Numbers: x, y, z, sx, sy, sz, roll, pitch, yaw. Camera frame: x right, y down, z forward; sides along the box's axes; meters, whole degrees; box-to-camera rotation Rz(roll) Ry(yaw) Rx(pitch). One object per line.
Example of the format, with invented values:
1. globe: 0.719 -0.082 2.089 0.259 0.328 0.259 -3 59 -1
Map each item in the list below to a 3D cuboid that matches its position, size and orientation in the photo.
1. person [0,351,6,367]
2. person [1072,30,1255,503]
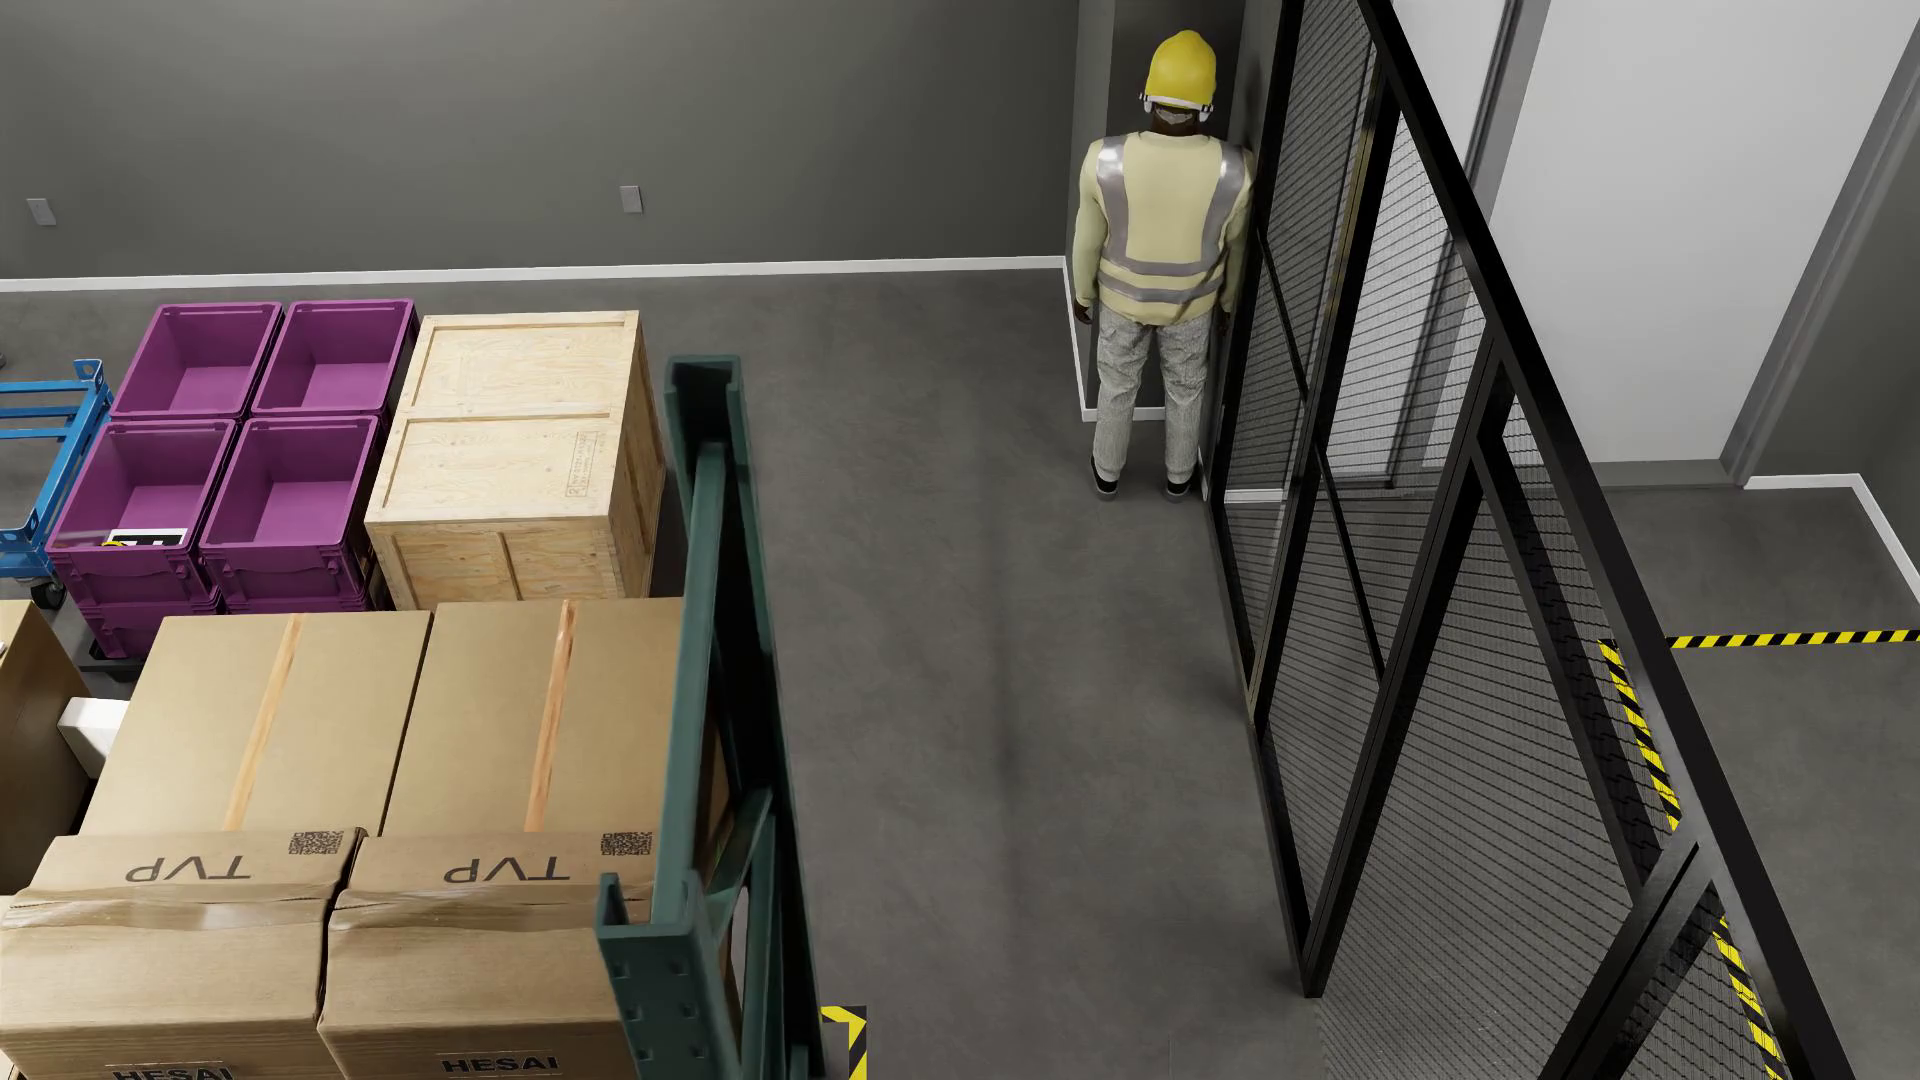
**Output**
1. person: -4.022 -1.273 5.972 0.355 1.937 0.634 -3 46 -3
2. person: 0.677 -0.868 5.657 0.600 1.829 0.404 4 46 4
